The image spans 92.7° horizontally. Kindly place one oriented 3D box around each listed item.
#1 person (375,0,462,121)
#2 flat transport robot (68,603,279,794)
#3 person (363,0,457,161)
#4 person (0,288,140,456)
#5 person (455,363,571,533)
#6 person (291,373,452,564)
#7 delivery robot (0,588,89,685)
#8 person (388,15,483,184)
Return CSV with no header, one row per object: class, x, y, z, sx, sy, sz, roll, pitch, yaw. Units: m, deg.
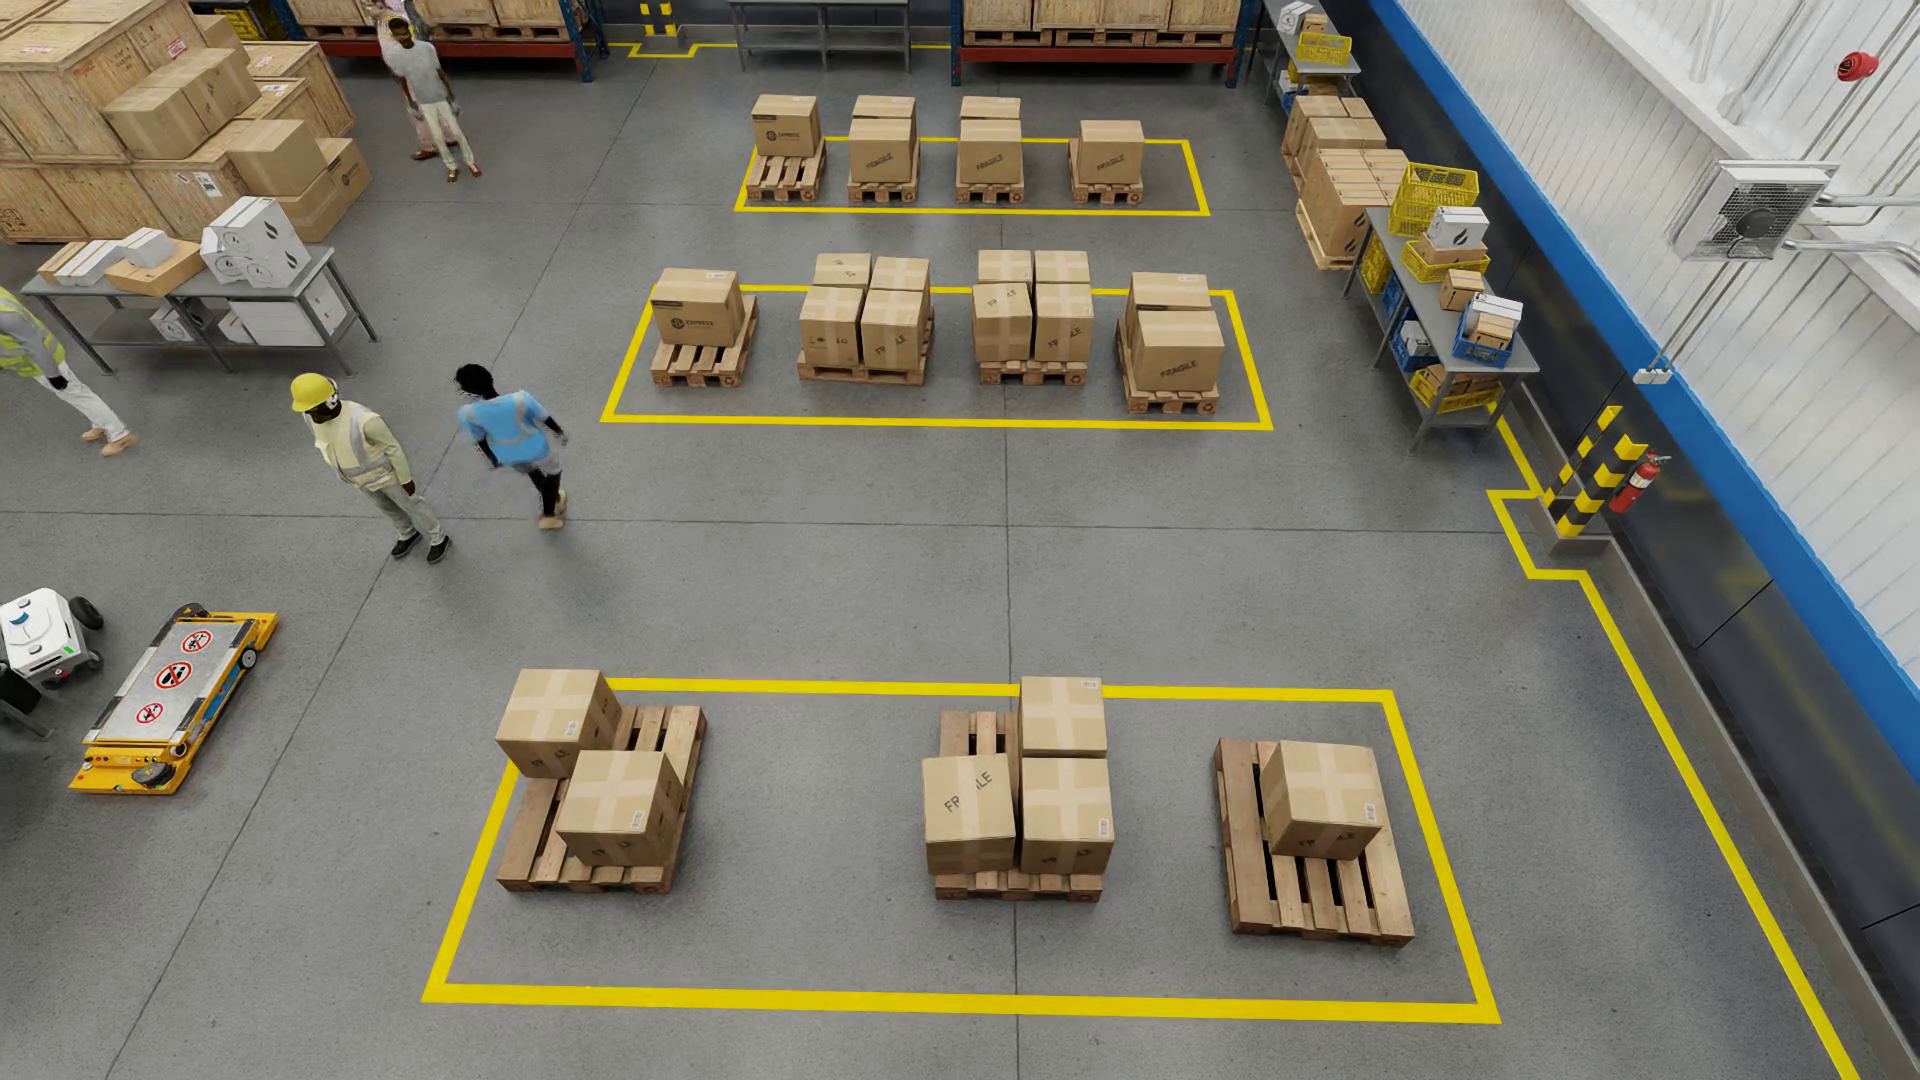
person,-7.046,-6.346,11.663,0.667,1.909,0.397,8,50,6
flat transport robot,-5.504,1.072,6.442,0.652,0.197,1.431,1,50,1
person,-6.721,-5.566,11.004,0.629,1.886,0.680,-32,57,-24
person,-7.651,-1.483,7.588,0.674,1.839,0.430,31,56,24
person,-3.340,-0.710,7.039,0.593,1.664,0.555,-6,50,-5
person,-4.337,-0.503,6.758,0.597,1.831,0.403,10,51,8
delivery robot,-6.554,0.675,6.534,0.477,0.478,0.707,-33,57,-25
person,-6.105,-5.083,10.622,0.512,1.859,0.329,-20,53,-16
